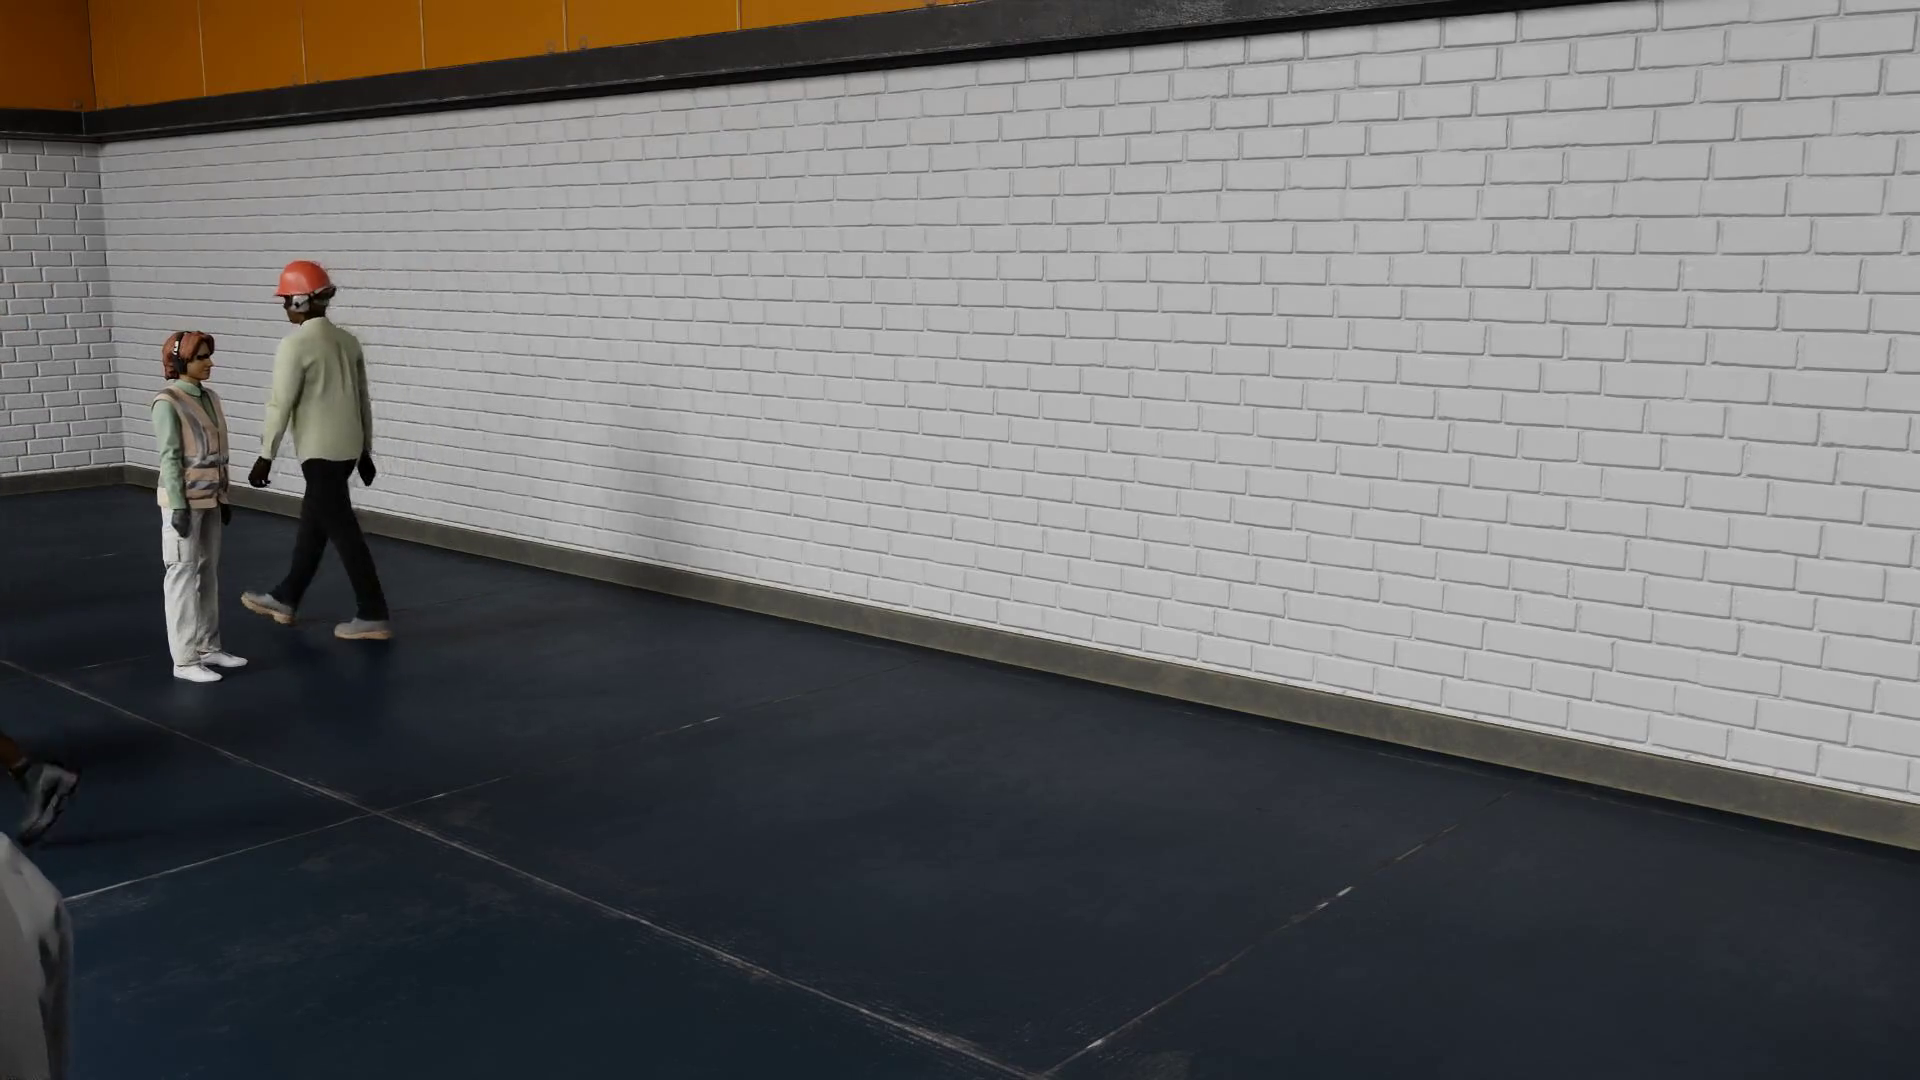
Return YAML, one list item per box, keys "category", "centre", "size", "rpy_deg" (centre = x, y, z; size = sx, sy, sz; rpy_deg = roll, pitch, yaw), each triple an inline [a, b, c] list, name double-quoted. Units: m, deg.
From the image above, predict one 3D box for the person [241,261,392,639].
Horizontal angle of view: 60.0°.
- category: "person"
  centre: [-3.418, -0.455, 8.625]
  size: [1.003, 1.946, 0.619]
  rpy_deg: [1, 10, 8]

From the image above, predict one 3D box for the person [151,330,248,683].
- category: "person"
  centre: [-3.600, -0.162, 7.839]
  size: [0.314, 1.641, 0.515]
  rpy_deg: [0, 10, 1]

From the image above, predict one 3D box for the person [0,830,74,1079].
- category: "person"
  centre: [-0.789, 0.855, 1.144]
  size: [0.376, 1.959, 0.600]
  rpy_deg: [-2, 10, -11]

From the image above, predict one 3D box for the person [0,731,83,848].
- category: "person"
  centre: [-3.368, 0.159, 5.297]
  size: [0.866, 1.909, 0.550]
  rpy_deg: [-6, 12, -30]
